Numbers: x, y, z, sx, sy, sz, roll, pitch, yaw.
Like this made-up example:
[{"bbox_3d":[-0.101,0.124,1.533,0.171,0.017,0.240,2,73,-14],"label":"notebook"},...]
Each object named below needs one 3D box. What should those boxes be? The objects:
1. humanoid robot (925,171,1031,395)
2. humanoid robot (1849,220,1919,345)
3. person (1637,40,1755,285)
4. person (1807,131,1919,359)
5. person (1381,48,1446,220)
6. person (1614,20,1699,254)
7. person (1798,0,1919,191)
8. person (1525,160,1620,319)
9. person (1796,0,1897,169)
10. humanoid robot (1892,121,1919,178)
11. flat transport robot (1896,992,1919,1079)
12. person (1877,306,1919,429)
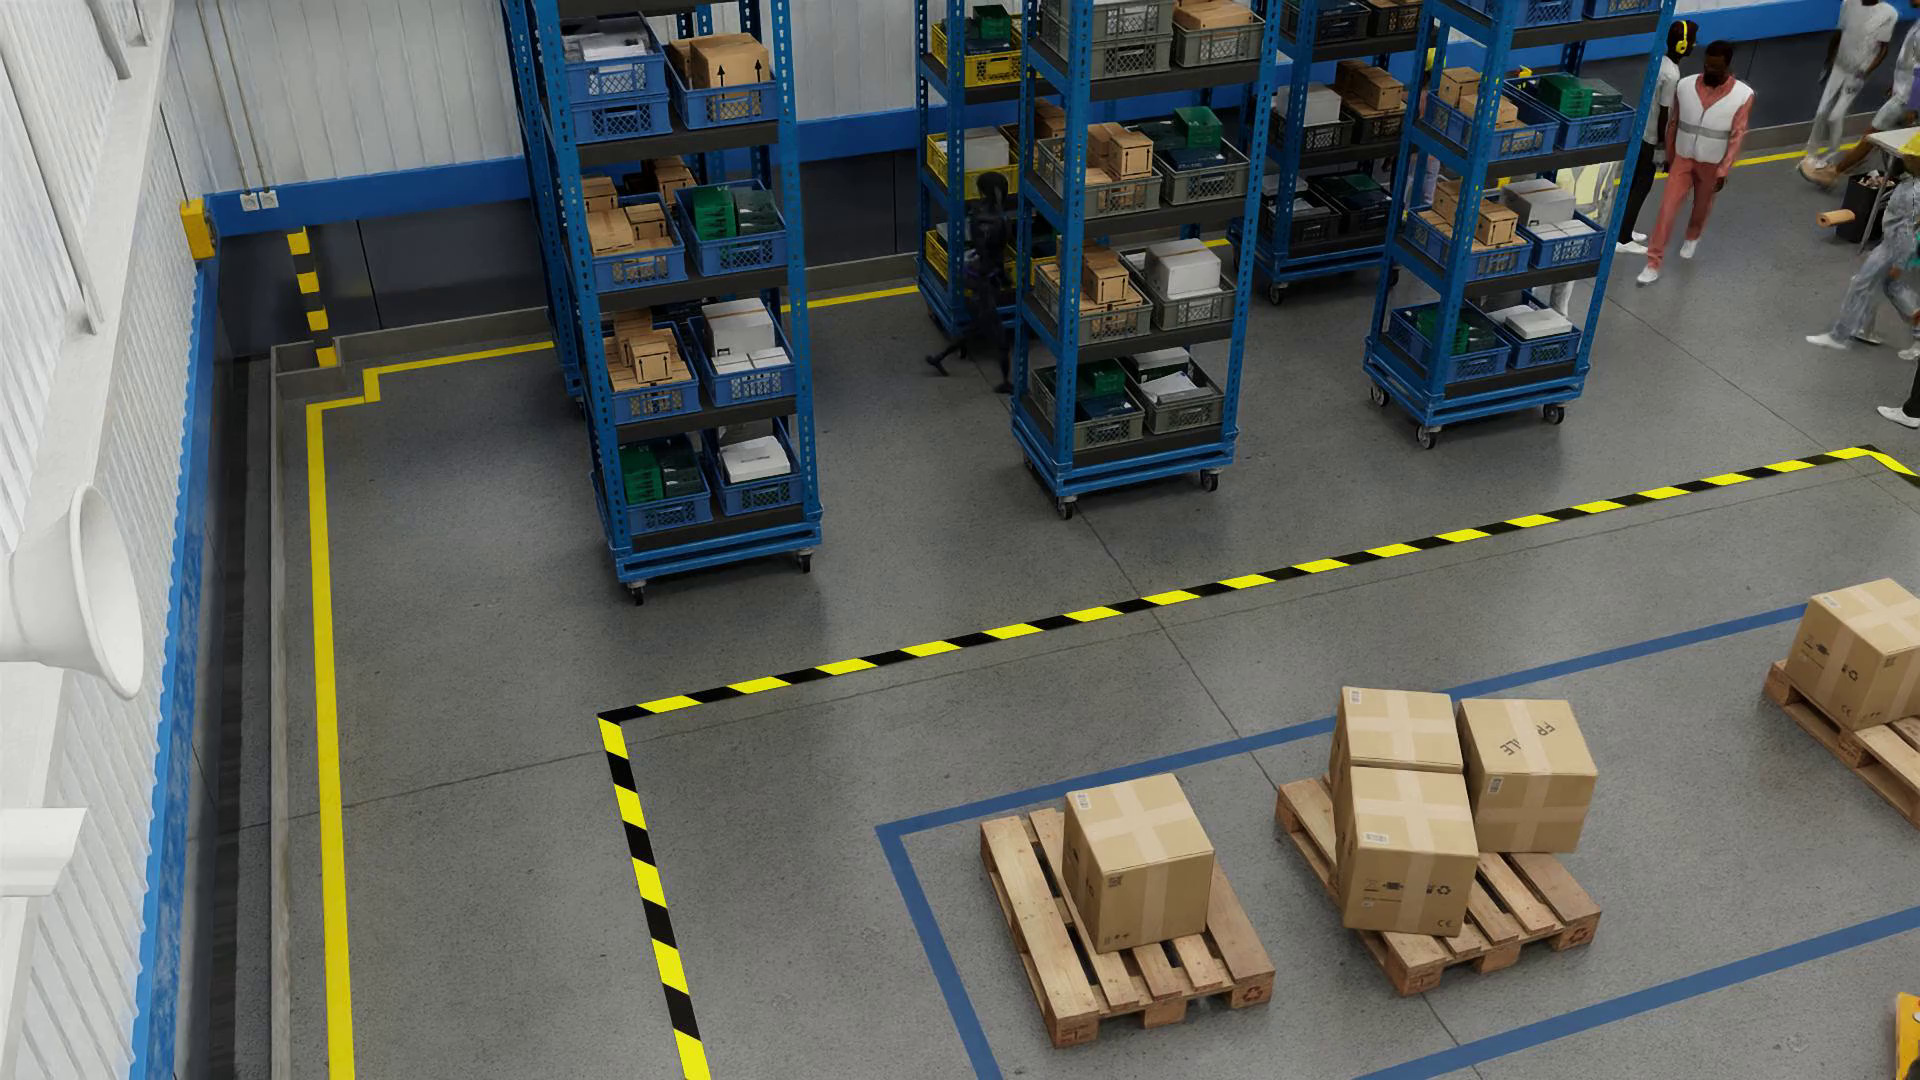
[{"bbox_3d":[0.119,-1.756,11.375,0.785,1.650,0.593,8,36,11],"label":"humanoid robot"},{"bbox_3d":[6.741,-2.103,11.869,0.817,1.881,0.538,13,37,18],"label":"humanoid robot"},{"bbox_3d":[5.722,-2.968,12.884,0.585,1.859,1.032,21,40,27],"label":"person"},{"bbox_3d":[6.660,-2.052,11.707,0.771,1.715,0.492,22,41,28],"label":"person"},{"bbox_3d":[3.557,-2.981,12.980,0.532,1.768,0.312,-2,35,-3],"label":"person"},{"bbox_3d":[5.510,-3.189,13.199,0.336,1.865,0.509,4,35,6],"label":"person"},{"bbox_3d":[7.839,-3.793,13.943,1.085,1.985,0.667,20,40,26],"label":"person"},{"bbox_3d":[4.275,-2.222,11.841,0.634,1.841,0.429,5,35,7],"label":"person"},{"bbox_3d":[7.706,-4.050,14.457,0.483,1.840,0.527,-23,41,-29],"label":"person"},{"bbox_3d":[8.160,-3.646,14.001,0.359,1.656,0.598,-11,37,-15],"label":"humanoid robot"},{"bbox_3d":[4.632,2.292,6.782,1.431,0.197,0.652,15,38,20],"label":"flat transport robot"},{"bbox_3d":[6.542,-1.600,10.951,0.588,1.853,0.395,-11,37,-16],"label":"person"}]
